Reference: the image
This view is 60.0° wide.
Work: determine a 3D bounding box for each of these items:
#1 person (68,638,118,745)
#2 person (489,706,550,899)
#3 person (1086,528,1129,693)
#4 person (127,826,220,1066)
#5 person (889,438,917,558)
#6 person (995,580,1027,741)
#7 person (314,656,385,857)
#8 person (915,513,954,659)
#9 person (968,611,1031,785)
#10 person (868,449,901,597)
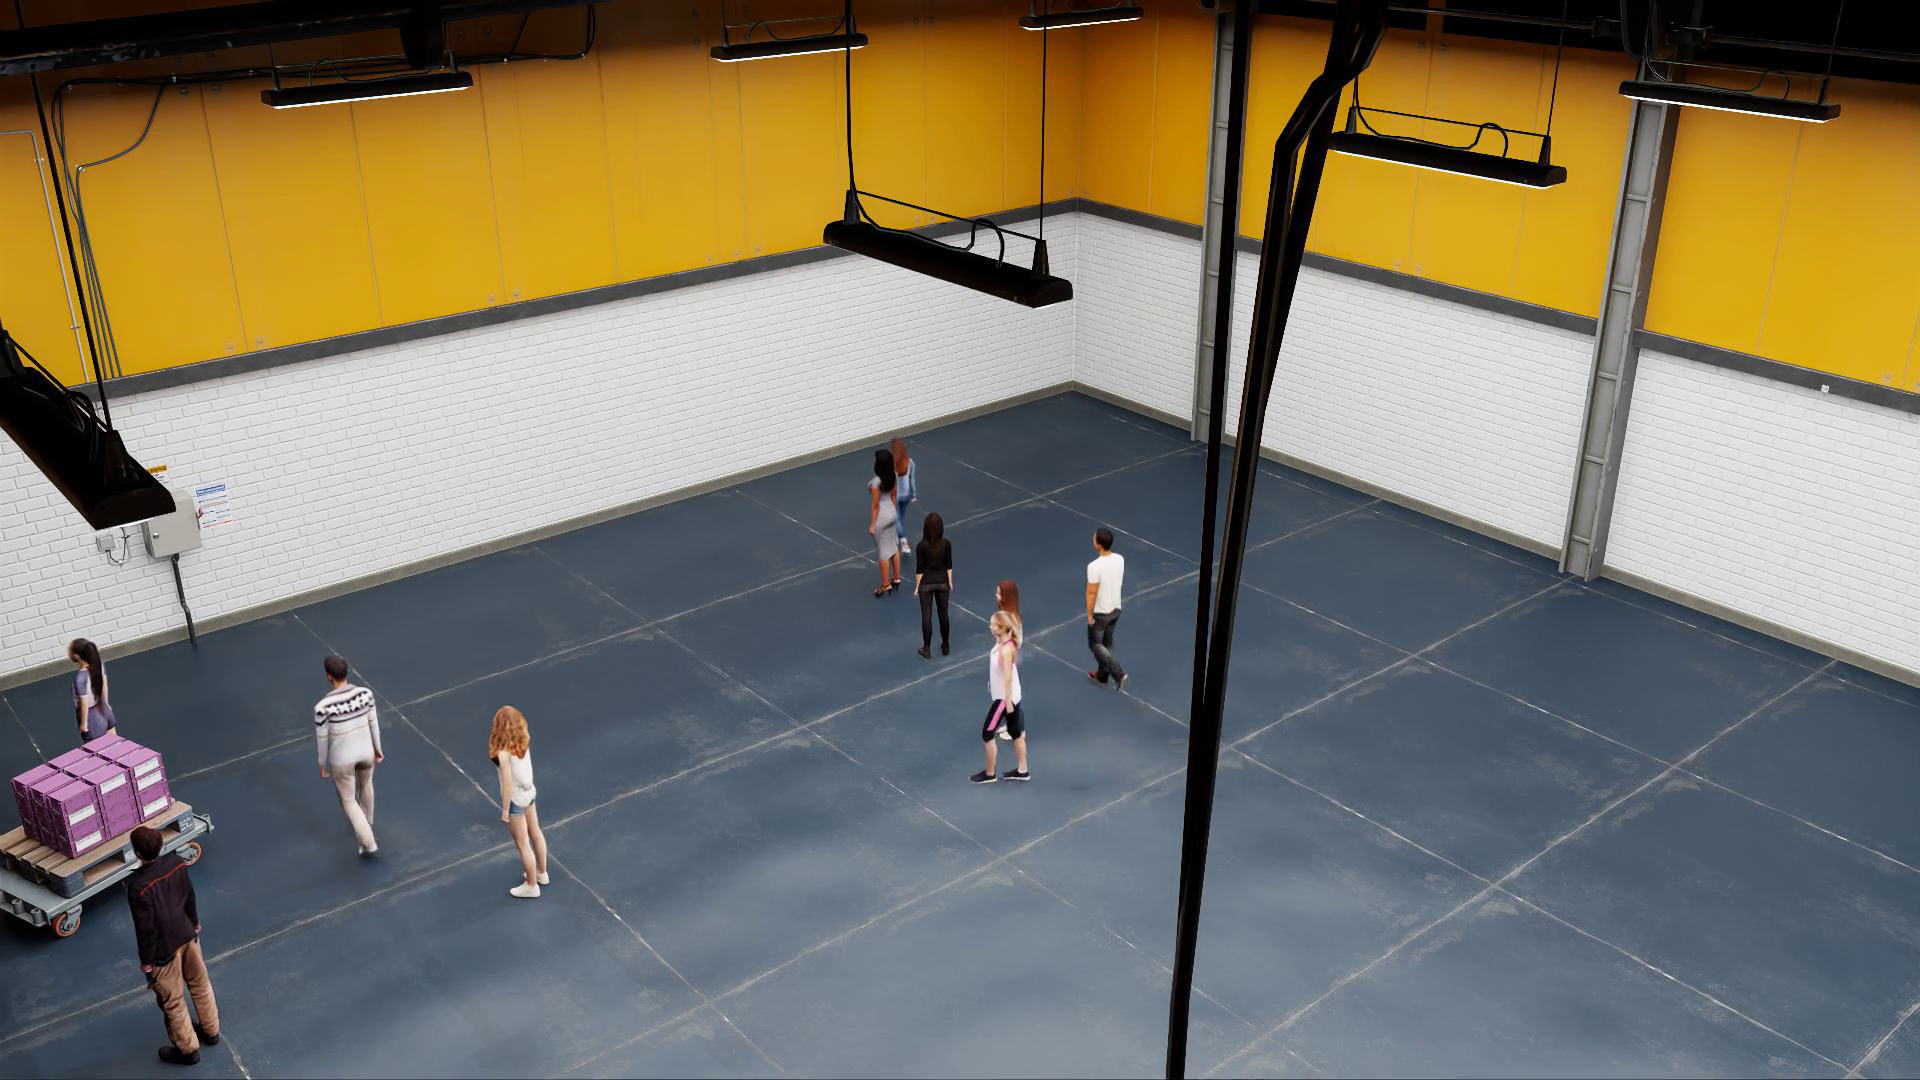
[{"bbox_3d":[-7.844,1.627,15.136,0.733,1.651,0.661,1,24,1],"label":"person"},{"bbox_3d":[-3.628,2.163,13.776,0.669,1.759,0.650,7,25,16],"label":"person"},{"bbox_3d":[1.530,0.753,16.971,0.664,1.783,0.905,-17,29,-34],"label":"person"},{"bbox_3d":[-5.662,2.890,11.905,0.785,1.925,0.796,8,25,19],"label":"person"},{"bbox_3d":[-0.727,-0.501,20.250,0.772,1.454,1.052,-10,25,-21],"label":"person"},{"bbox_3d":[0.564,1.163,16.112,0.793,1.720,0.720,-1,24,-1],"label":"person"},{"bbox_3d":[-5.224,1.871,14.322,1.012,1.856,0.742,21,31,40],"label":"person"},{"bbox_3d":[-0.274,0.480,17.771,0.635,1.642,0.620,-7,25,-16],"label":"person"},{"bbox_3d":[0.524,1.461,15.373,0.944,1.765,0.882,3,24,7],"label":"person"},{"bbox_3d":[-0.862,-0.206,19.168,0.600,1.781,0.633,17,29,34],"label":"person"}]
